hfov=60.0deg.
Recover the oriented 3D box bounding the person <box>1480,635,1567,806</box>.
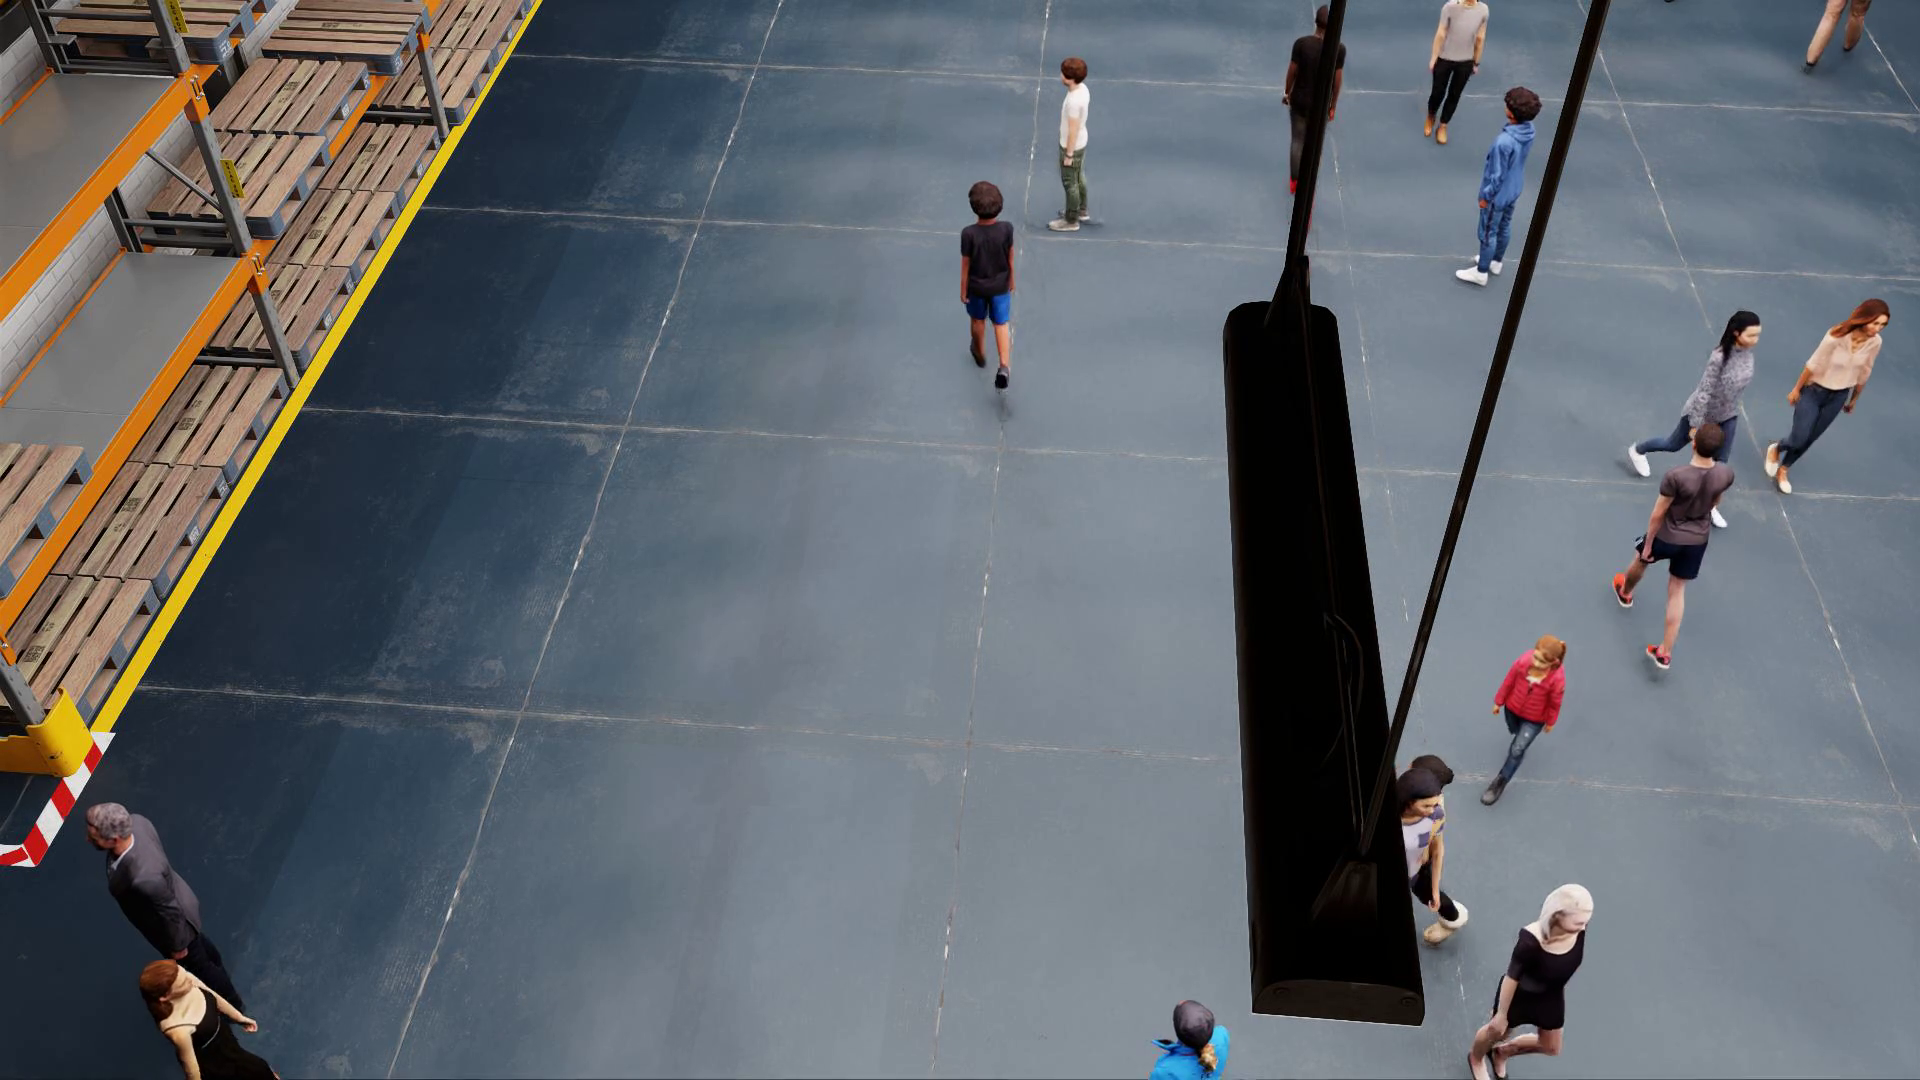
[{"bbox_3d":[3.547,1.028,10.325,0.970,1.289,0.873,-34,53,-30],"label":"person"}]

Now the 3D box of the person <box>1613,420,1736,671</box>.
[{"bbox_3d":[4.765,0.054,10.970,0.671,1.809,1.188,1,44,1],"label":"person"}]

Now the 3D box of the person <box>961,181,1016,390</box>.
[{"bbox_3d":[0.247,-1.988,13.134,0.799,1.780,1.100,-9,44,-9],"label":"person"}]

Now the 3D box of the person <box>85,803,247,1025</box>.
[{"bbox_3d":[-4.265,2.001,8.904,0.860,1.840,0.772,-26,49,-25],"label":"person"}]

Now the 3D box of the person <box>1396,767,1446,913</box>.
[{"bbox_3d":[2.358,1.795,9.220,0.782,1.702,0.897,-9,44,-9],"label":"person"}]

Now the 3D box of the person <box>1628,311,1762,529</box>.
[{"bbox_3d":[5.400,-0.968,12.122,0.989,1.699,1.222,-17,46,-17],"label":"person"}]

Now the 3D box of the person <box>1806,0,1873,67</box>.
[{"bbox_3d":[9.141,-5.711,17.031,1.105,1.794,1.299,29,51,27],"label":"person"}]

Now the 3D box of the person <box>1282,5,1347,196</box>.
[{"bbox_3d":[3.198,-3.963,15.201,0.645,1.789,0.645,5,44,5],"label":"person"}]

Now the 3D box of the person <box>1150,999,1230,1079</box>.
[{"bbox_3d":[1.156,2.851,8.072,1.034,1.757,1.267,-18,46,-18],"label":"person"}]

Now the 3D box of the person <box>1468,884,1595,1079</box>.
[{"bbox_3d":[2.892,2.281,8.627,0.739,1.816,0.769,-16,46,-16],"label":"person"}]

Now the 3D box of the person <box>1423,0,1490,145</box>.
[{"bbox_3d":[4.759,-4.678,16.004,0.604,1.716,0.586,4,44,5],"label":"person"}]

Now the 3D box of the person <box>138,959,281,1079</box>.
[{"bbox_3d":[-3.907,2.623,8.438,0.924,1.581,1.074,-14,45,-14],"label":"person"}]

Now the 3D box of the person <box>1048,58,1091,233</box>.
[{"bbox_3d":[1.031,-3.533,14.846,0.662,1.656,0.543,7,44,8],"label":"person"}]

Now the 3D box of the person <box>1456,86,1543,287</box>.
[{"bbox_3d":[4.629,-3.016,14.193,0.729,1.808,0.811,-34,53,-31],"label":"person"}]

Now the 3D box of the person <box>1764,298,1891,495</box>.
[{"bbox_3d":[6.310,-1.115,12.225,0.616,1.771,0.655,3,44,4],"label":"person"}]
